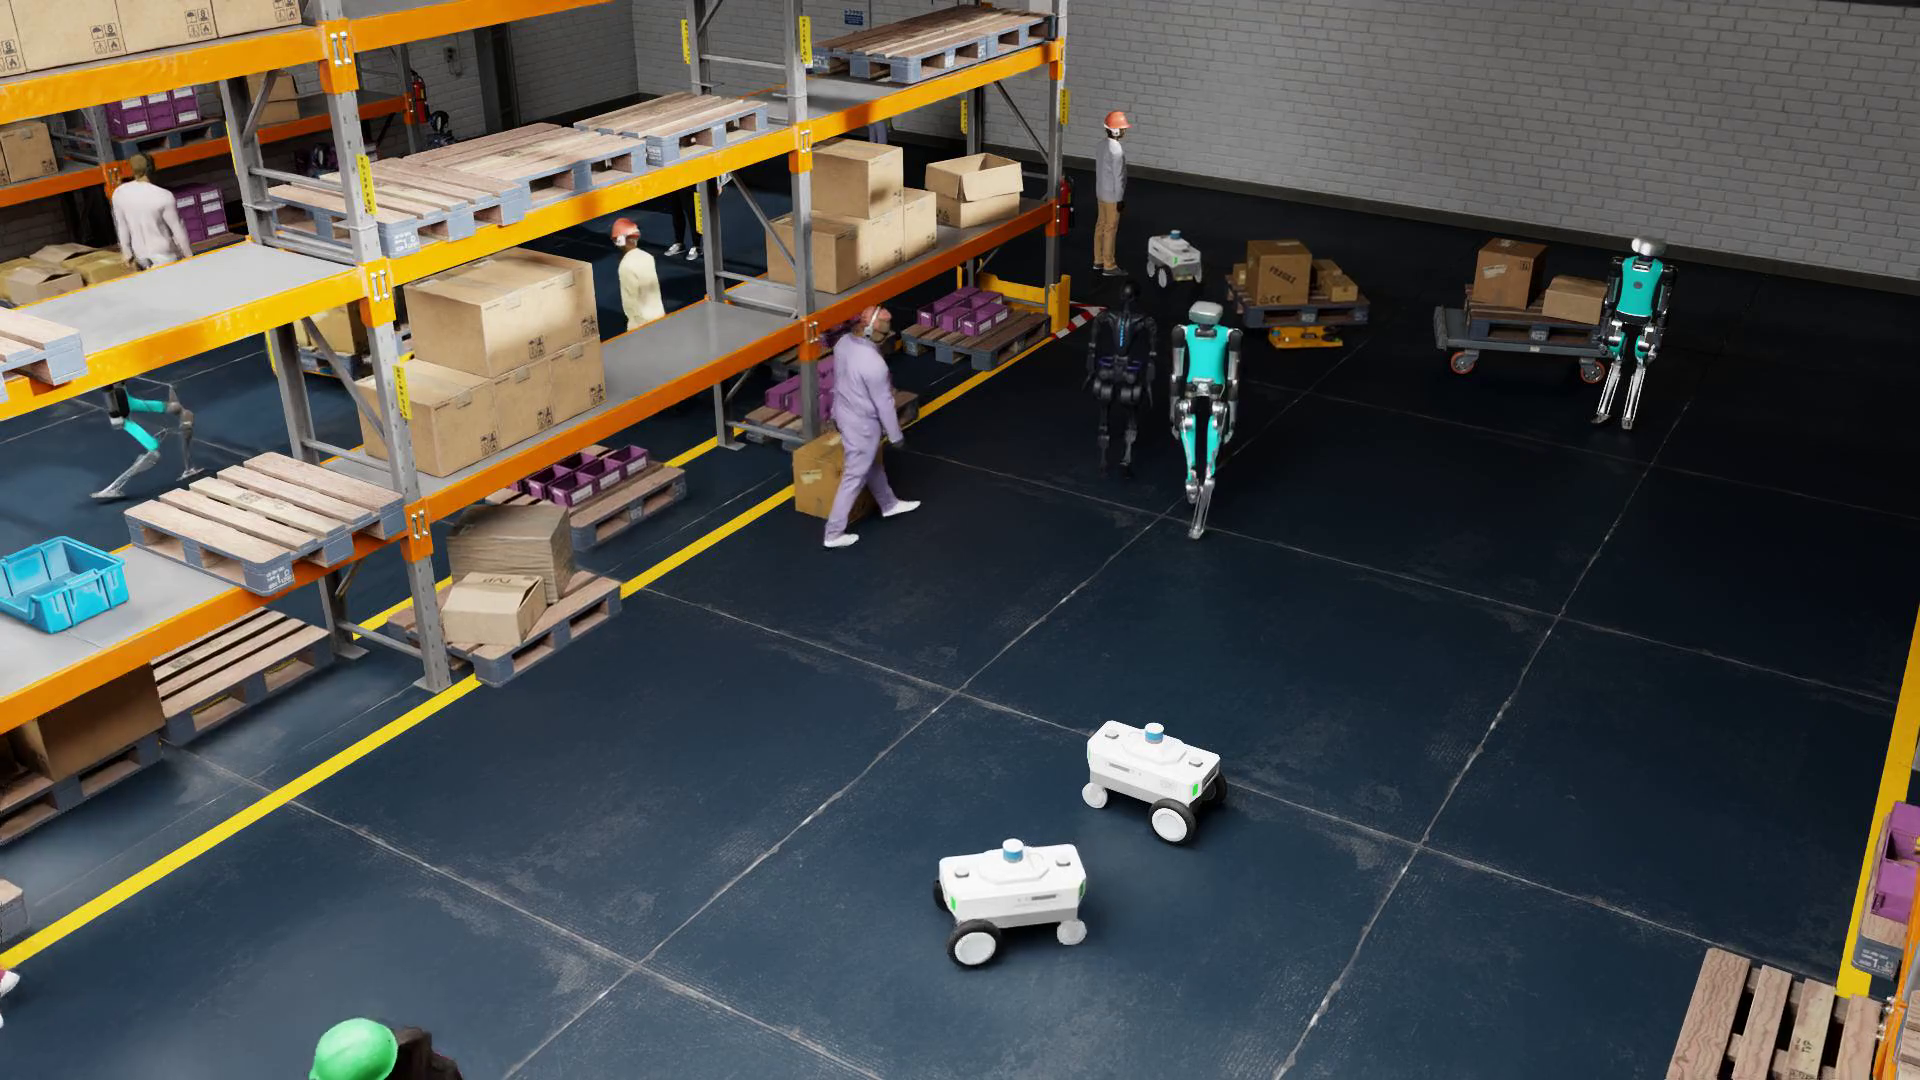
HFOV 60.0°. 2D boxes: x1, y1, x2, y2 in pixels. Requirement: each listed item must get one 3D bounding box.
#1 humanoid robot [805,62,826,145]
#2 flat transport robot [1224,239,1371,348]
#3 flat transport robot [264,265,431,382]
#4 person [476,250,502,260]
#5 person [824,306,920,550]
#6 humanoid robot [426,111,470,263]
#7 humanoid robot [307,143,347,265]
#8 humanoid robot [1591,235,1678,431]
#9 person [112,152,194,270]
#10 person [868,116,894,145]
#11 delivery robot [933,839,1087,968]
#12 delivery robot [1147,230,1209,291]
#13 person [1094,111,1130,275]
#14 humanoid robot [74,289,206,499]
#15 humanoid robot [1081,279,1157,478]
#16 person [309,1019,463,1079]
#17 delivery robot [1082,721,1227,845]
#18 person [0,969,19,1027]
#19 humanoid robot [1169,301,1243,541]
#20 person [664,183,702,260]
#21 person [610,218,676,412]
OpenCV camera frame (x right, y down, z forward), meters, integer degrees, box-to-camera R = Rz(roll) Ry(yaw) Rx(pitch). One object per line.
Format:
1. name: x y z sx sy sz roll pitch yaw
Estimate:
1. humanoid robot: -1.922 -5.204 20.858 0.558 1.761 0.992 -5 27 -10
2. flat transport robot: 3.300 -2.234 16.600 0.659 0.231 1.431 -2 27 -4
3. flat transport robot: -5.657 -1.684 15.516 1.431 0.231 0.659 11 29 21
4. person: -3.821 -1.612 13.639 0.556 1.830 0.435 8 28 16
5. person: -0.660 -0.837 12.114 0.875 1.843 0.658 -11 29 -21
6. humanoid robot: -5.603 -3.887 18.286 0.599 1.657 0.315 16 31 28
7. humanoid robot: -6.399 -3.269 17.098 0.616 1.648 0.359 11 29 20
8. humanoid robot: 5.653 -1.763 13.907 0.533 1.673 0.735 16 31 28
9. person: -7.568 -2.763 15.852 0.637 1.887 0.995 7 28 13
10. person: -1.025 -5.335 21.200 0.279 1.633 0.498 -19 32 -32
11. delivery robot: 0.252 1.778 8.376 0.795 0.593 0.499 -5 27 -9
12. delivery robot: 2.305 -3.002 17.805 0.499 0.601 0.783 -9 28 -17
13. person: 1.643 -3.740 17.925 0.327 1.752 0.560 -8 28 -15
14. humanoid robot: -6.303 -1.114 12.811 1.045 1.755 0.550 -12 29 -23
15. humanoid robot: 1.246 -1.262 13.133 0.593 1.651 0.358 7 28 14
16. person: -1.779 2.301 5.870 0.400 1.898 0.771 13 30 24
17. delivery robot: 1.076 1.290 9.309 0.739 0.566 0.499 16 31 28
18. person: -4.611 1.646 7.459 0.344 1.606 0.562 -22 34 -36
19. humanoid robot: 1.752 -0.848 12.258 0.553 1.730 1.036 8 28 16
20. person: -3.095 -3.995 18.423 0.768 1.757 0.447 16 31 28
21. person: -2.755 -1.912 14.380 0.554 1.700 0.587 8 28 14
